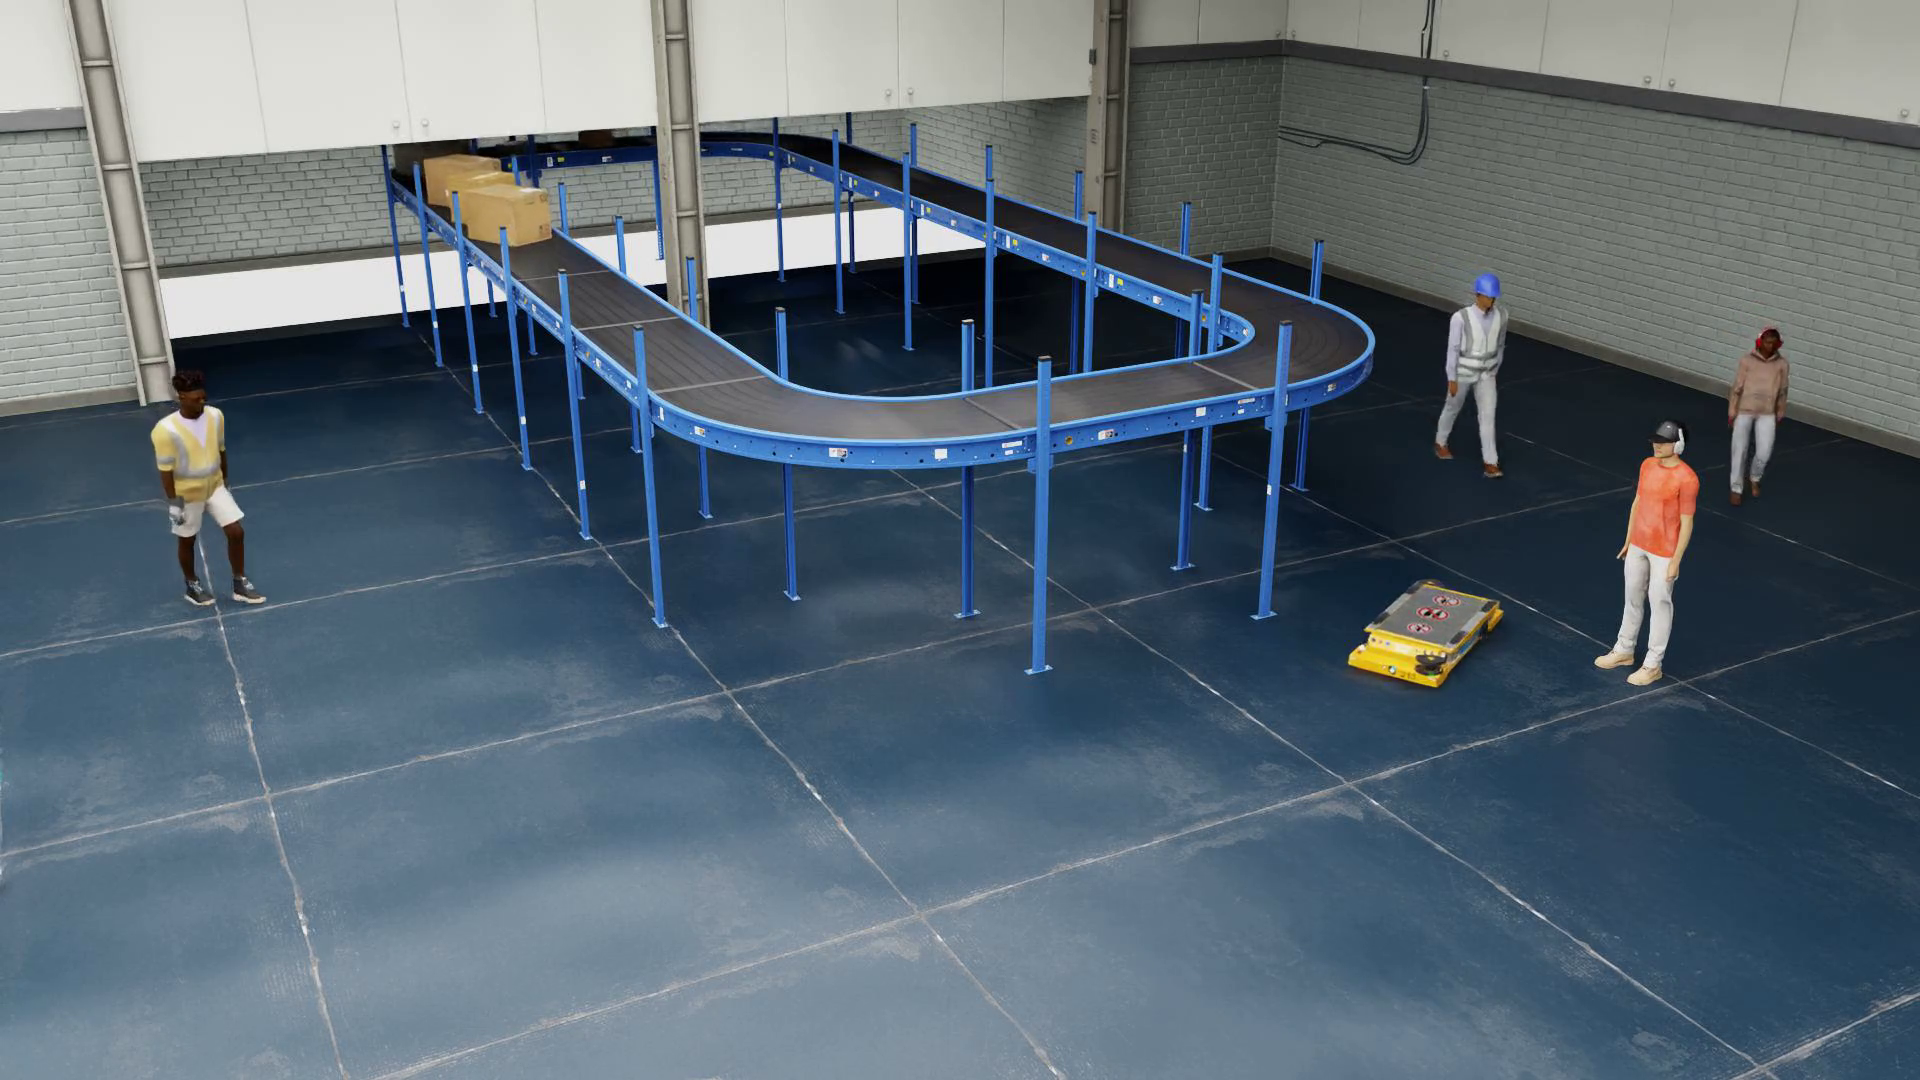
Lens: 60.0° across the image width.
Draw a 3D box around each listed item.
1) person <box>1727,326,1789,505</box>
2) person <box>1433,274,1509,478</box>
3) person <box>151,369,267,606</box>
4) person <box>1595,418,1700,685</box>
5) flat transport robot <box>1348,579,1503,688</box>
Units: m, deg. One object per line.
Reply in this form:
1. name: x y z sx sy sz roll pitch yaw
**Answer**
1. person: 7.063 -1.100 14.770 0.465 1.642 0.383 8 23 19
2. person: 4.824 -1.569 15.590 0.639 1.889 1.017 -5 22 -11
3. person: -5.748 -0.369 12.590 0.770 1.920 0.604 14 26 32
4. person: 4.775 0.075 11.503 0.392 1.911 0.481 -10 24 -23
5. flat transport robot: 3.444 0.670 12.220 0.659 0.231 1.431 15 26 32
